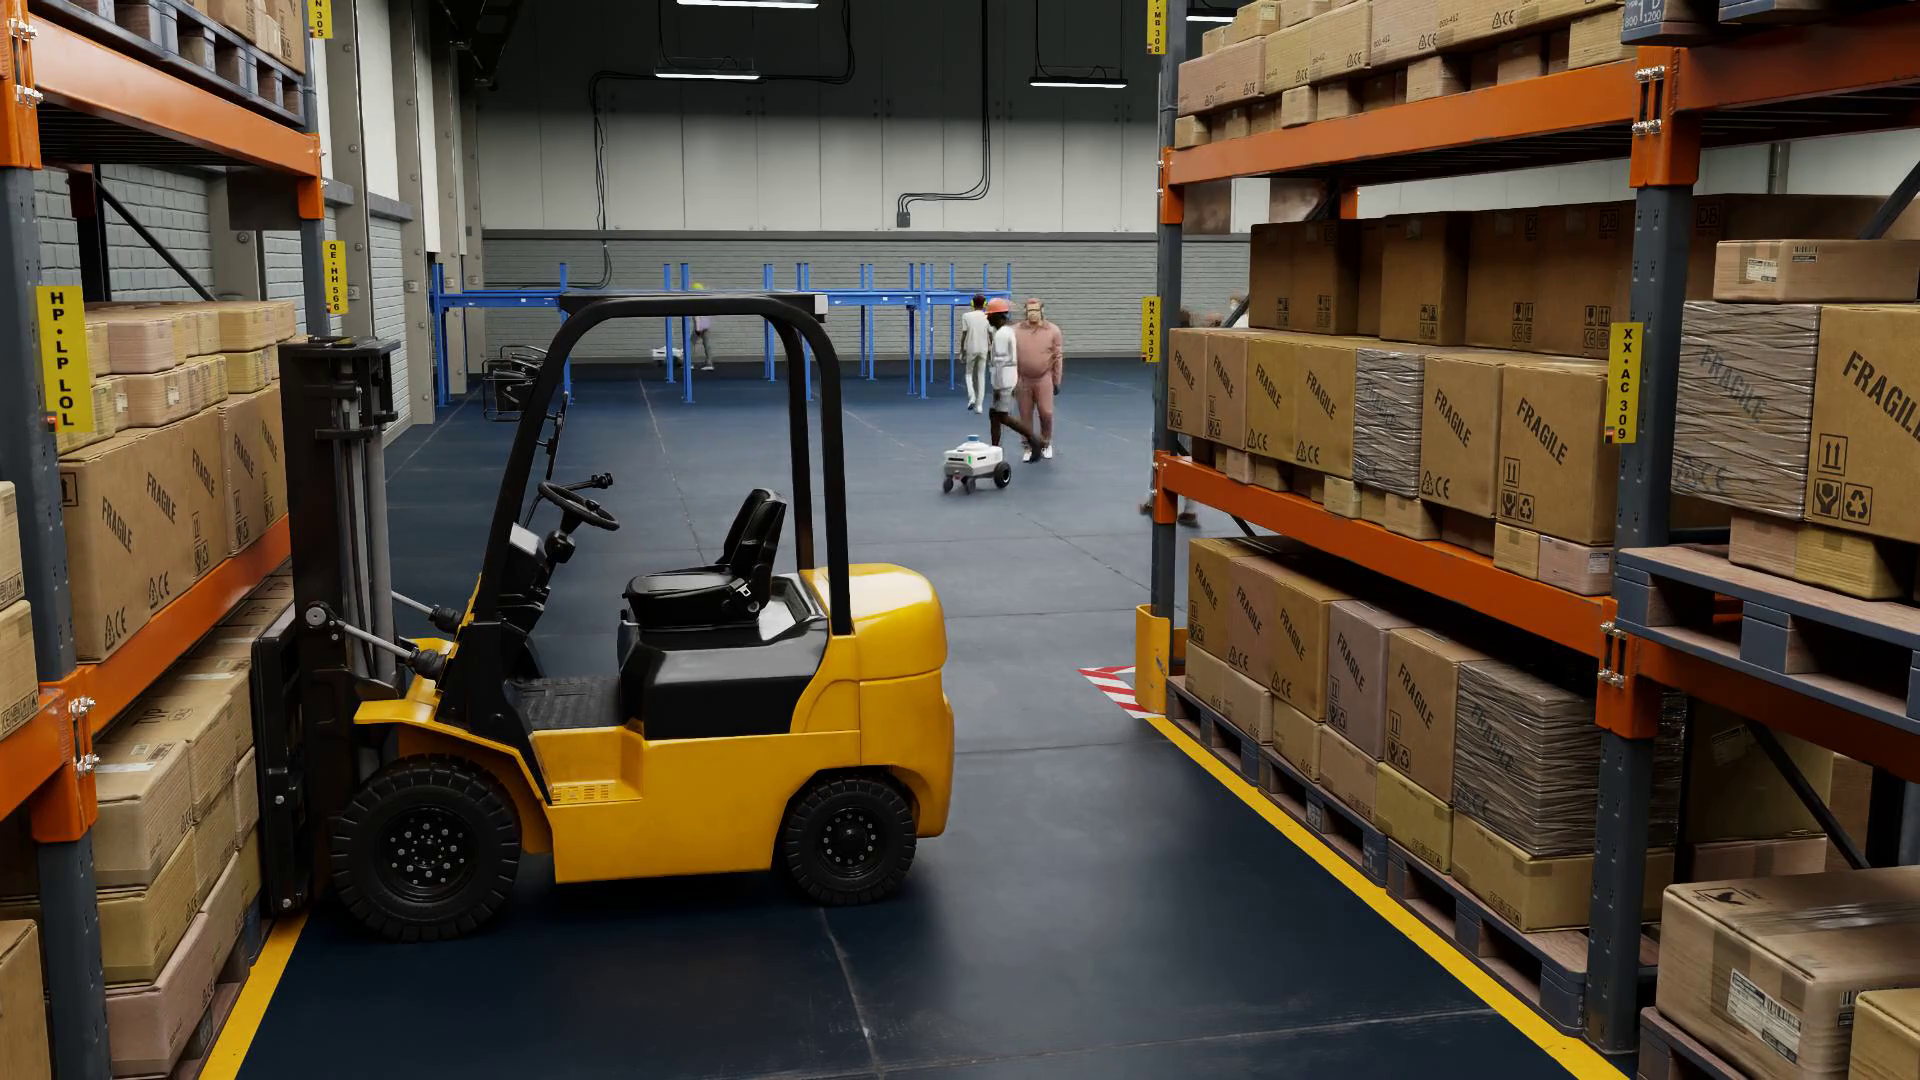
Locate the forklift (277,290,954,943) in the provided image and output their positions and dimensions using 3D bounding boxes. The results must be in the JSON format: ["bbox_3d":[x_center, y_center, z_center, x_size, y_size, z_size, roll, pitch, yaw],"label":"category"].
[{"bbox_3d":[-1.179,0.175,6.143,2.313,2.155,1.214,-2,10,-12],"label":"forklift"}]

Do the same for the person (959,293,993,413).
[{"bbox_3d":[0.257,-2.903,25.807,0.570,1.849,0.443,-1,9,-4],"label":"person"}]

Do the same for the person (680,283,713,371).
[{"bbox_3d":[-5.759,-4.653,36.348,0.860,1.892,0.590,5,10,26],"label":"person"}]

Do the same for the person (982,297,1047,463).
[{"bbox_3d":[0.565,-1.792,18.871,0.766,1.912,0.560,1,9,7],"label":"person"}]

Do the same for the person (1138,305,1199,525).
[{"bbox_3d":[1.900,-1.118,14.762,0.629,1.902,0.884,-3,10,-19],"label":"person"}]

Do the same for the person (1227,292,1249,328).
[{"bbox_3d":[3.906,-2.446,22.871,0.456,1.911,0.694,-9,13,-44],"label":"person"}]

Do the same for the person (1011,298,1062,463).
[{"bbox_3d":[0.850,-1.846,19.253,0.642,1.895,0.423,1,9,8],"label":"person"}]

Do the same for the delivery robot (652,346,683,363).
[{"bbox_3d":[-6.583,-4.205,37.542,0.707,0.478,0.477,2,10,9],"label":"delivery robot"}]

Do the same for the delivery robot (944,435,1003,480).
[{"bbox_3d":[0.139,-0.826,16.947,0.477,0.478,0.707,6,11,30],"label":"delivery robot"}]

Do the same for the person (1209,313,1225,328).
[{"bbox_3d":[3.580,-2.418,23.631,0.845,1.602,0.525,0,9,2],"label":"person"}]
